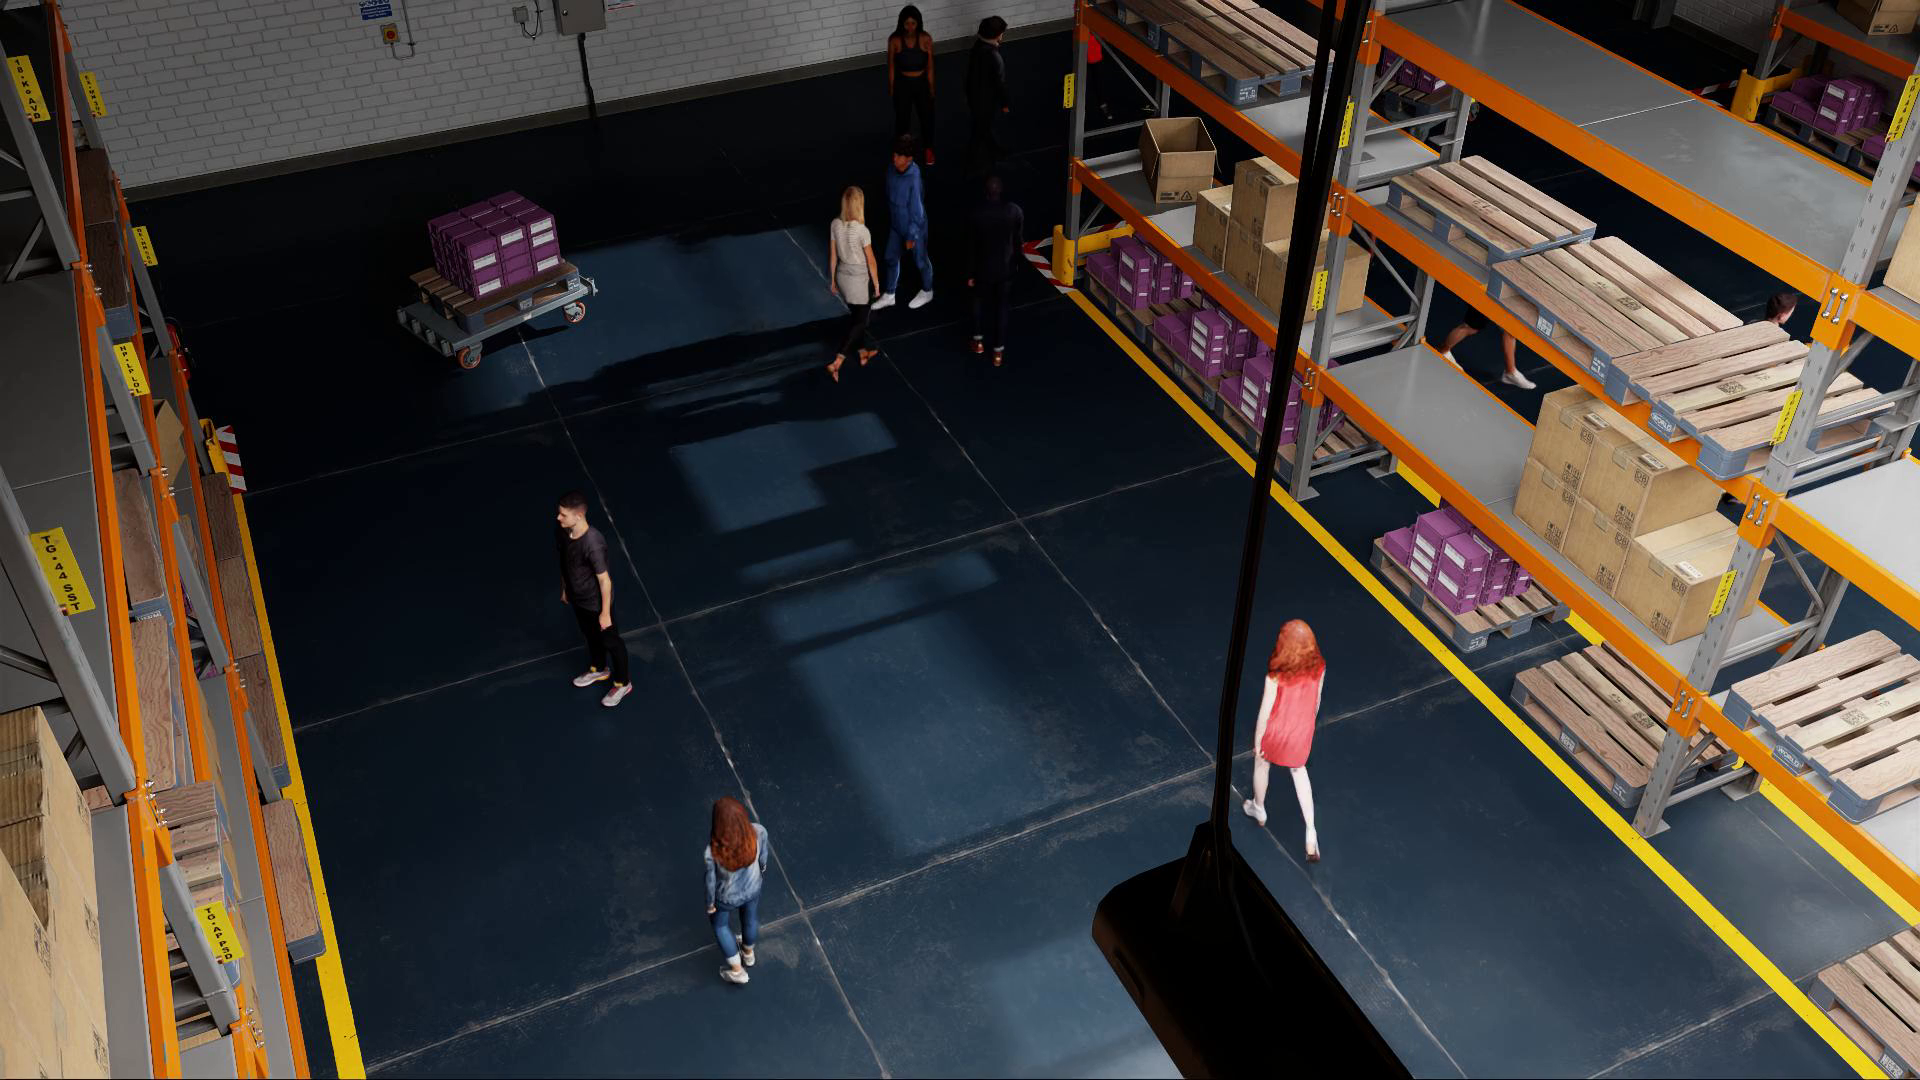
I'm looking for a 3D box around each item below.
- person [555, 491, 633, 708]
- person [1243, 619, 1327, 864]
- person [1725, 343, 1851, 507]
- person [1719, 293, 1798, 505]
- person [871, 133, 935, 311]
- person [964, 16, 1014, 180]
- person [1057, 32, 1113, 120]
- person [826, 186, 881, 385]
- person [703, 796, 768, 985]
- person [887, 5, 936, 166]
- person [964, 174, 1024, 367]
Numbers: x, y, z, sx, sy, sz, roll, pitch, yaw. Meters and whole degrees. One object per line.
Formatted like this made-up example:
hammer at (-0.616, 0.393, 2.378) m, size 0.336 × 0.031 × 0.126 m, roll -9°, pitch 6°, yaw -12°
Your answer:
person at (-2.521, 0.385, 11.388) m, size 0.609 × 1.763 × 0.771 m, roll 30°, pitch 47°, yaw 32°
person at (2.060, 1.256, 10.264) m, size 0.699 × 1.804 × 1.040 m, roll -11°, pitch 40°, yaw -13°
person at (6.660, -1.004, 13.053) m, size 0.787 × 1.856 × 0.754 m, roll -20°, pitch 43°, yaw -24°
person at (6.265, -1.151, 13.244) m, size 0.772 × 1.847 × 0.607 m, roll -4°, pitch 39°, yaw -5°
person at (-0.423, -2.998, 15.599) m, size 0.871 × 1.794 × 0.881 m, roll -26°, pitch 45°, yaw -28°
person at (0.182, -4.672, 17.744) m, size 0.811 × 1.734 × 0.953 m, roll -24°, pitch 45°, yaw -27°
person at (1.456, -5.753, 19.115) m, size 0.858 × 1.711 × 1.172 m, roll -31°, pitch 48°, yaw -33°
person at (-0.988, -2.196, 14.588) m, size 1.066 × 1.804 × 1.013 m, roll 22°, pitch 44°, yaw 25°
person at (-1.259, 2.026, 9.566) m, size 0.612 × 1.472 × 0.634 m, roll -21°, pitch 43°, yaw -24°
person at (-0.517, -4.935, 18.017) m, size 0.758 × 1.804 × 0.753 m, roll -3°, pitch 39°, yaw -4°
person at (0.315, -2.352, 14.781) m, size 0.790 × 1.805 × 0.786 m, roll -4°, pitch 39°, yaw -5°
